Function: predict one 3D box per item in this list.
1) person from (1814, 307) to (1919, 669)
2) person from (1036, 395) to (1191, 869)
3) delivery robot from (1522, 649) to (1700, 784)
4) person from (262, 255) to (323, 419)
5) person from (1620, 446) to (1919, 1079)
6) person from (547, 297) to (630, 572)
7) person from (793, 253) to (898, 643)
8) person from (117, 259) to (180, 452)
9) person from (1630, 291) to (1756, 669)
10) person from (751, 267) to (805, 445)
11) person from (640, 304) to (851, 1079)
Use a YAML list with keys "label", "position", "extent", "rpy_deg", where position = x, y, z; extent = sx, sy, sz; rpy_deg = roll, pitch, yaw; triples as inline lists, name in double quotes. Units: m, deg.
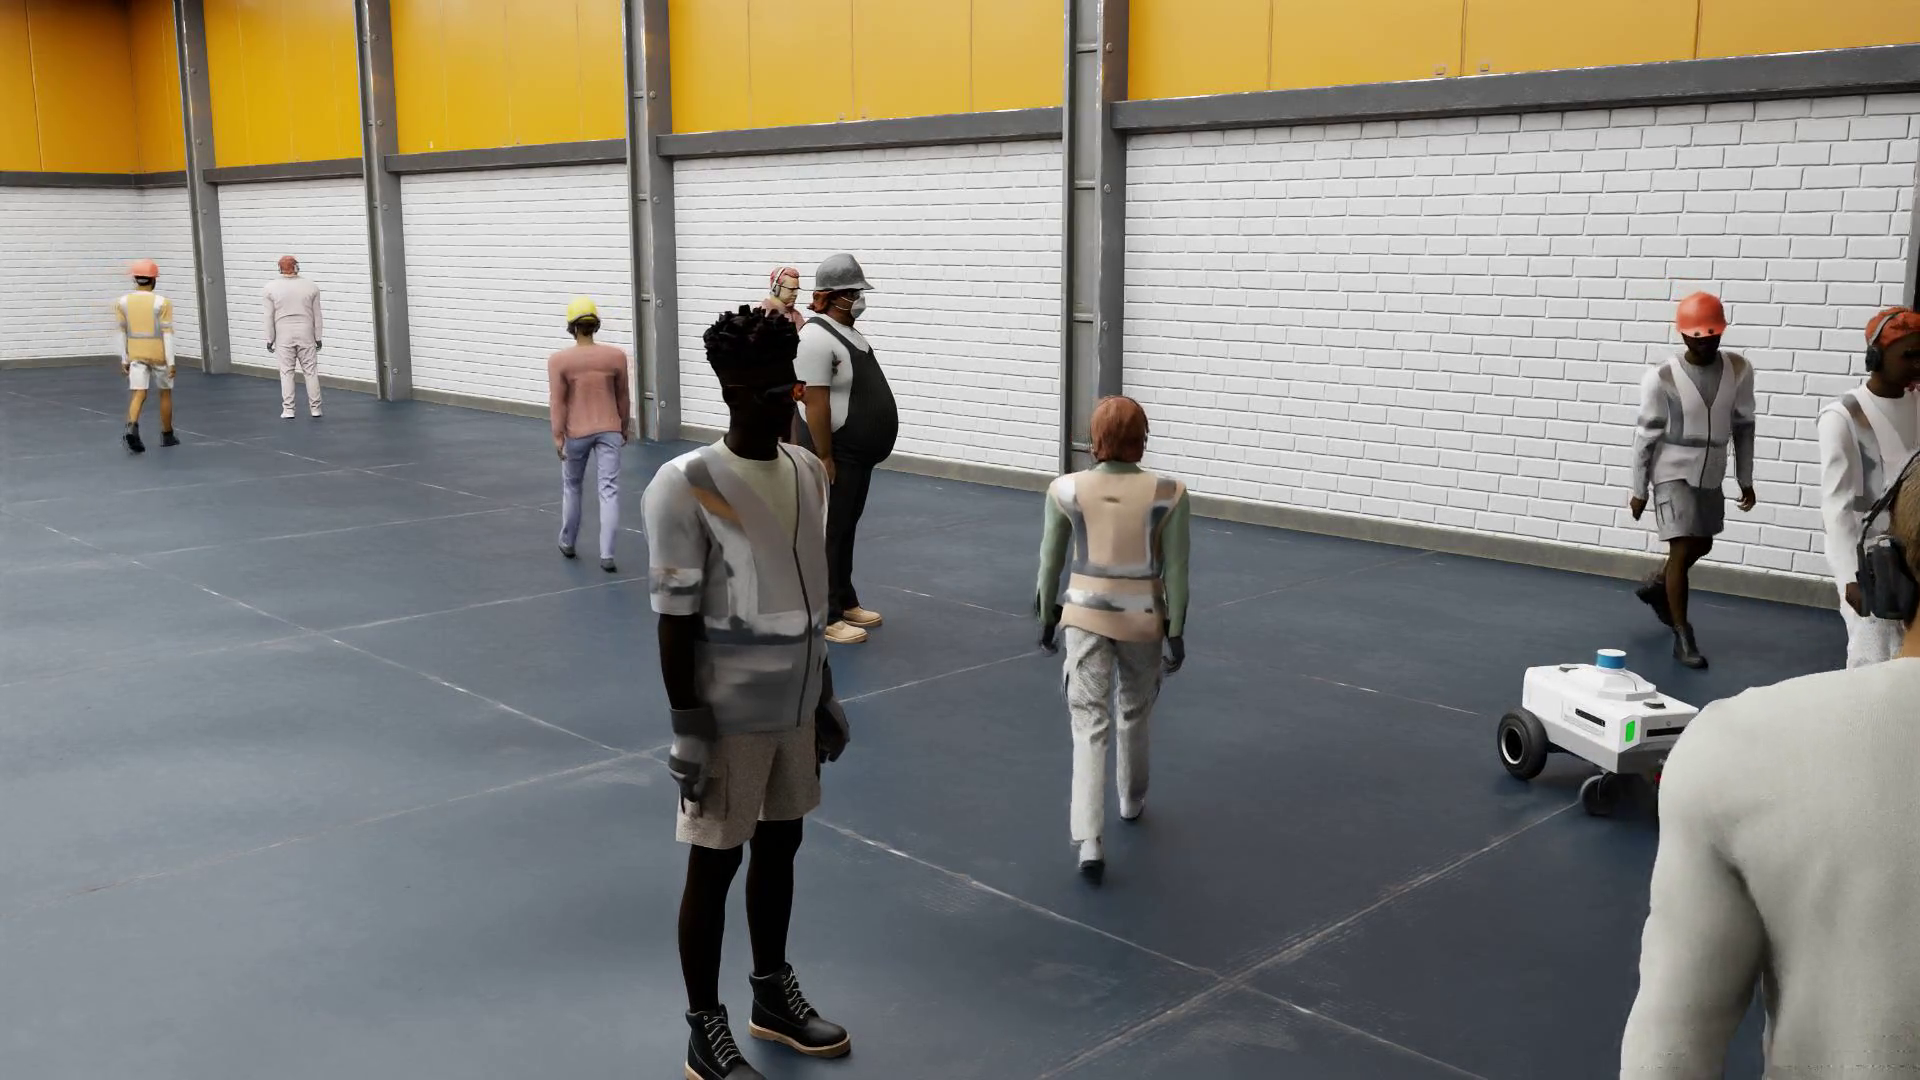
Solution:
- label: "person"
  position: [3.415, 0.067, 6.253]
  extent: [0.632, 1.867, 0.774]
  rpy_deg: [-4, 11, -19]
- label: "person"
  position: [0.519, 0.299, 5.736]
  extent: [0.534, 1.593, 0.870]
  rpy_deg: [2, 11, 9]
- label: "delivery robot"
  position: [2.471, 0.660, 6.343]
  extent: [0.477, 0.478, 0.707]
  rpy_deg: [-3, 11, -15]
- label: "person"
  position: [-7.780, -2.367, 19.426]
  extent: [0.643, 1.905, 0.399]
  rpy_deg: [-6, 12, -28]
- label: "person"
  position: [1.104, 0.834, 1.928]
  extent: [0.653, 1.919, 0.515]
  rpy_deg: [6, 12, 30]
- label: "person"
  position: [-2.401, -0.691, 10.758]
  extent: [0.537, 1.736, 0.822]
  rpy_deg: [-4, 11, -21]
- label: "person"
  position: [-0.593, -0.495, 8.844]
  extent: [0.535, 2.000, 0.675]
  rpy_deg: [2, 11, 11]
- label: "person"
  position: [-8.079, -1.833, 16.521]
  extent: [0.552, 1.908, 0.890]
  rpy_deg: [-1, 10, -4]
- label: "person"
  position: [3.657, -0.341, 8.480]
  extent: [0.613, 1.884, 0.889]
  rpy_deg: [-1, 10, -6]
- label: "person"
  position: [-1.297, -1.056, 12.287]
  extent: [0.406, 1.903, 0.639]
  rpy_deg: [5, 12, 27]
- label: "person"
  position: [-0.509, 0.401, 4.157]
  extent: [0.366, 1.967, 0.603]
  rpy_deg: [7, 13, 34]
